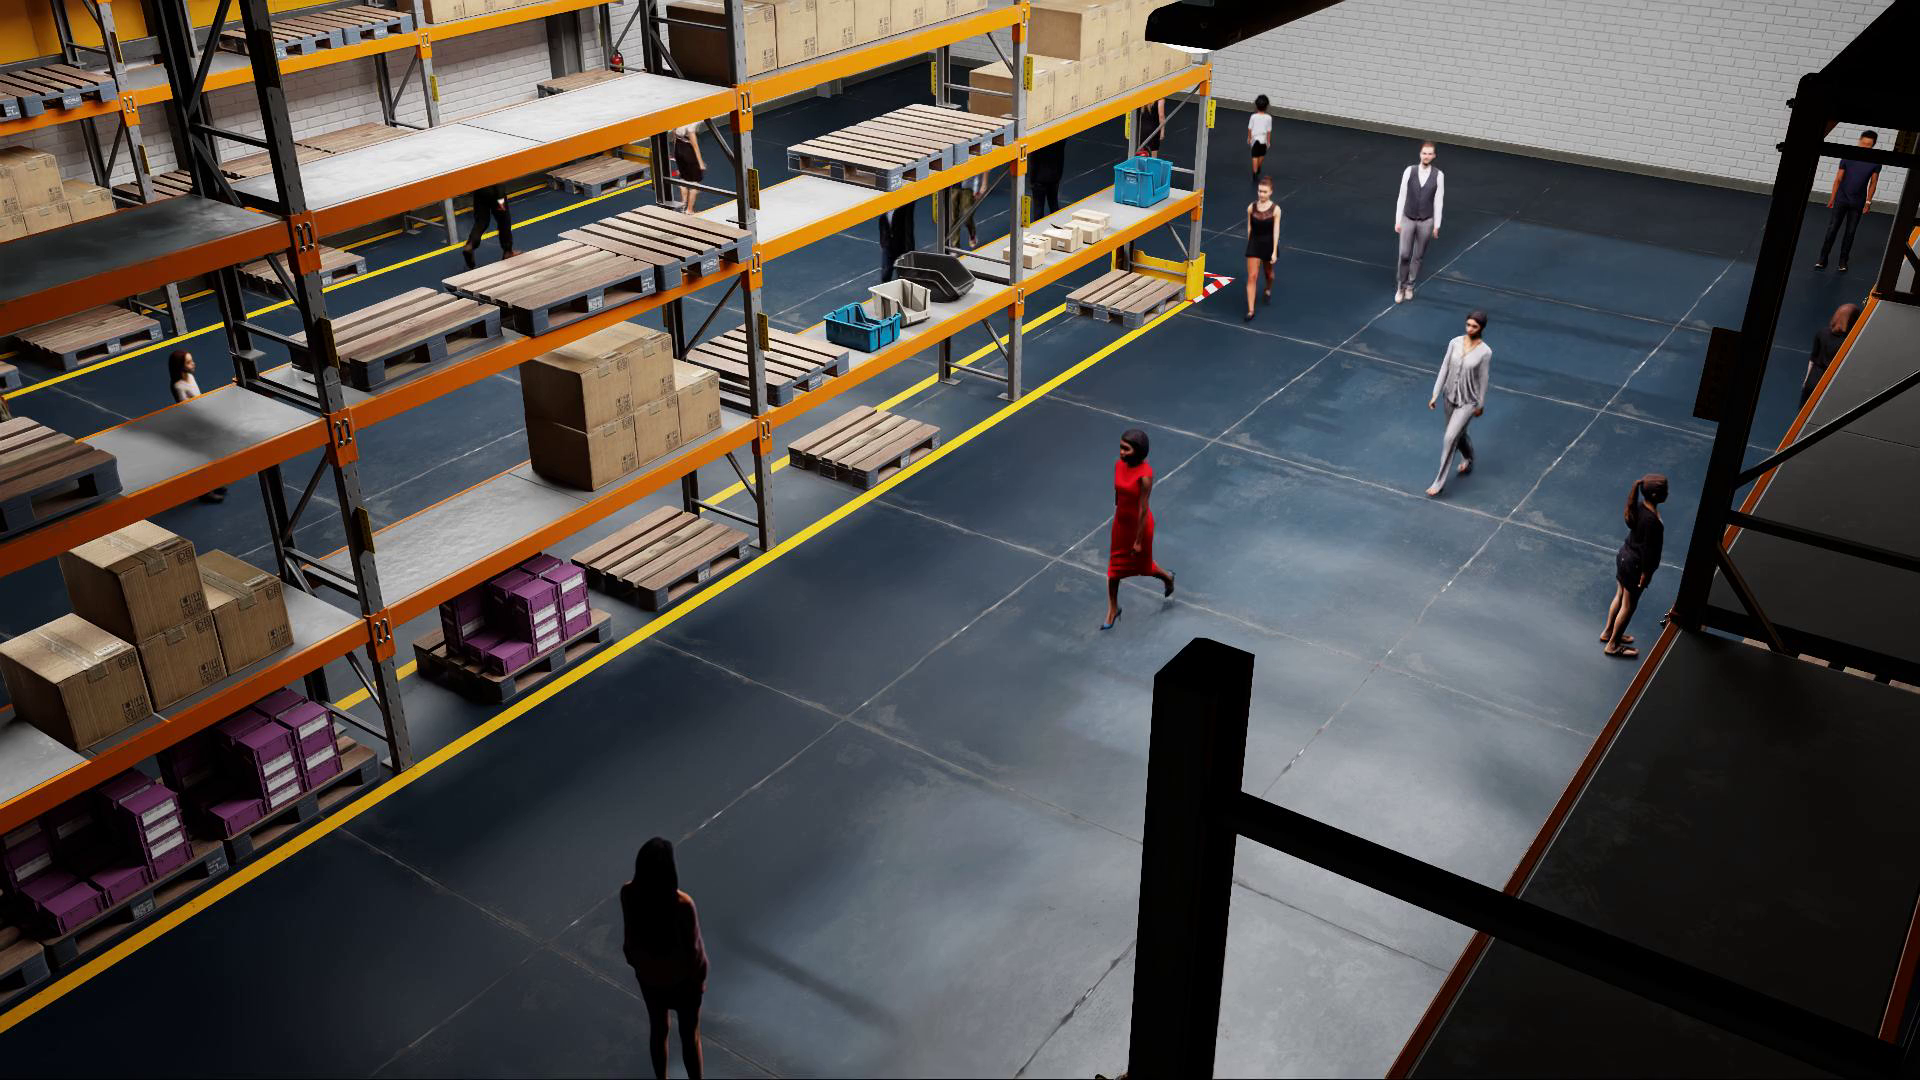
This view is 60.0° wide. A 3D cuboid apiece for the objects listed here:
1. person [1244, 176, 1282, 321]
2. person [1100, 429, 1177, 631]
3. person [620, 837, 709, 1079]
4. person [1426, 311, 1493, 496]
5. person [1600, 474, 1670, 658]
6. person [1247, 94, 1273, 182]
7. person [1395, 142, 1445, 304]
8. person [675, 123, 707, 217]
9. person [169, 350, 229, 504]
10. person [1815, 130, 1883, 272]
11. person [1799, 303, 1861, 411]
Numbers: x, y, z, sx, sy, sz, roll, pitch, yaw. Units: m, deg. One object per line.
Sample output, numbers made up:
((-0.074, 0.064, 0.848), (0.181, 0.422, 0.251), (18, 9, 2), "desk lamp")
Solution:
((3.603, -3.471, 19.637), (0.740, 1.646, 1.141), (11, 30, 19), "person")
((1.467, -0.098, 13.381), (1.092, 1.715, 0.726), (-24, 37, -37), "person")
((-1.546, 2.329, 8.832), (0.667, 1.811, 0.622), (9, 30, 16), "person")
((4.742, -1.328, 15.622), (1.168, 1.729, 0.755), (-24, 36, -36), "person")
((5.297, 0.174, 13.051), (0.688, 1.554, 0.609), (1, 29, 2), "person")
((4.411, -5.899, 24.523), (0.753, 1.229, 0.937), (4, 29, 6), "person")
((5.529, -3.879, 20.093), (0.817, 1.925, 0.863), (6, 29, 12), "person")
((-3.745, -5.240, 22.795), (0.746, 1.727, 0.681), (18, 34, 30), "person")
((-7.094, -1.065, 15.395), (0.665, 1.484, 0.607), (-5, 29, -9), "person")
((11.259, -4.303, 21.014), (0.658, 1.787, 0.546), (15, 32, 26), "person")
((8.245, -1.448, 15.868), (0.630, 1.703, 0.652), (-17, 33, -28), "person")
